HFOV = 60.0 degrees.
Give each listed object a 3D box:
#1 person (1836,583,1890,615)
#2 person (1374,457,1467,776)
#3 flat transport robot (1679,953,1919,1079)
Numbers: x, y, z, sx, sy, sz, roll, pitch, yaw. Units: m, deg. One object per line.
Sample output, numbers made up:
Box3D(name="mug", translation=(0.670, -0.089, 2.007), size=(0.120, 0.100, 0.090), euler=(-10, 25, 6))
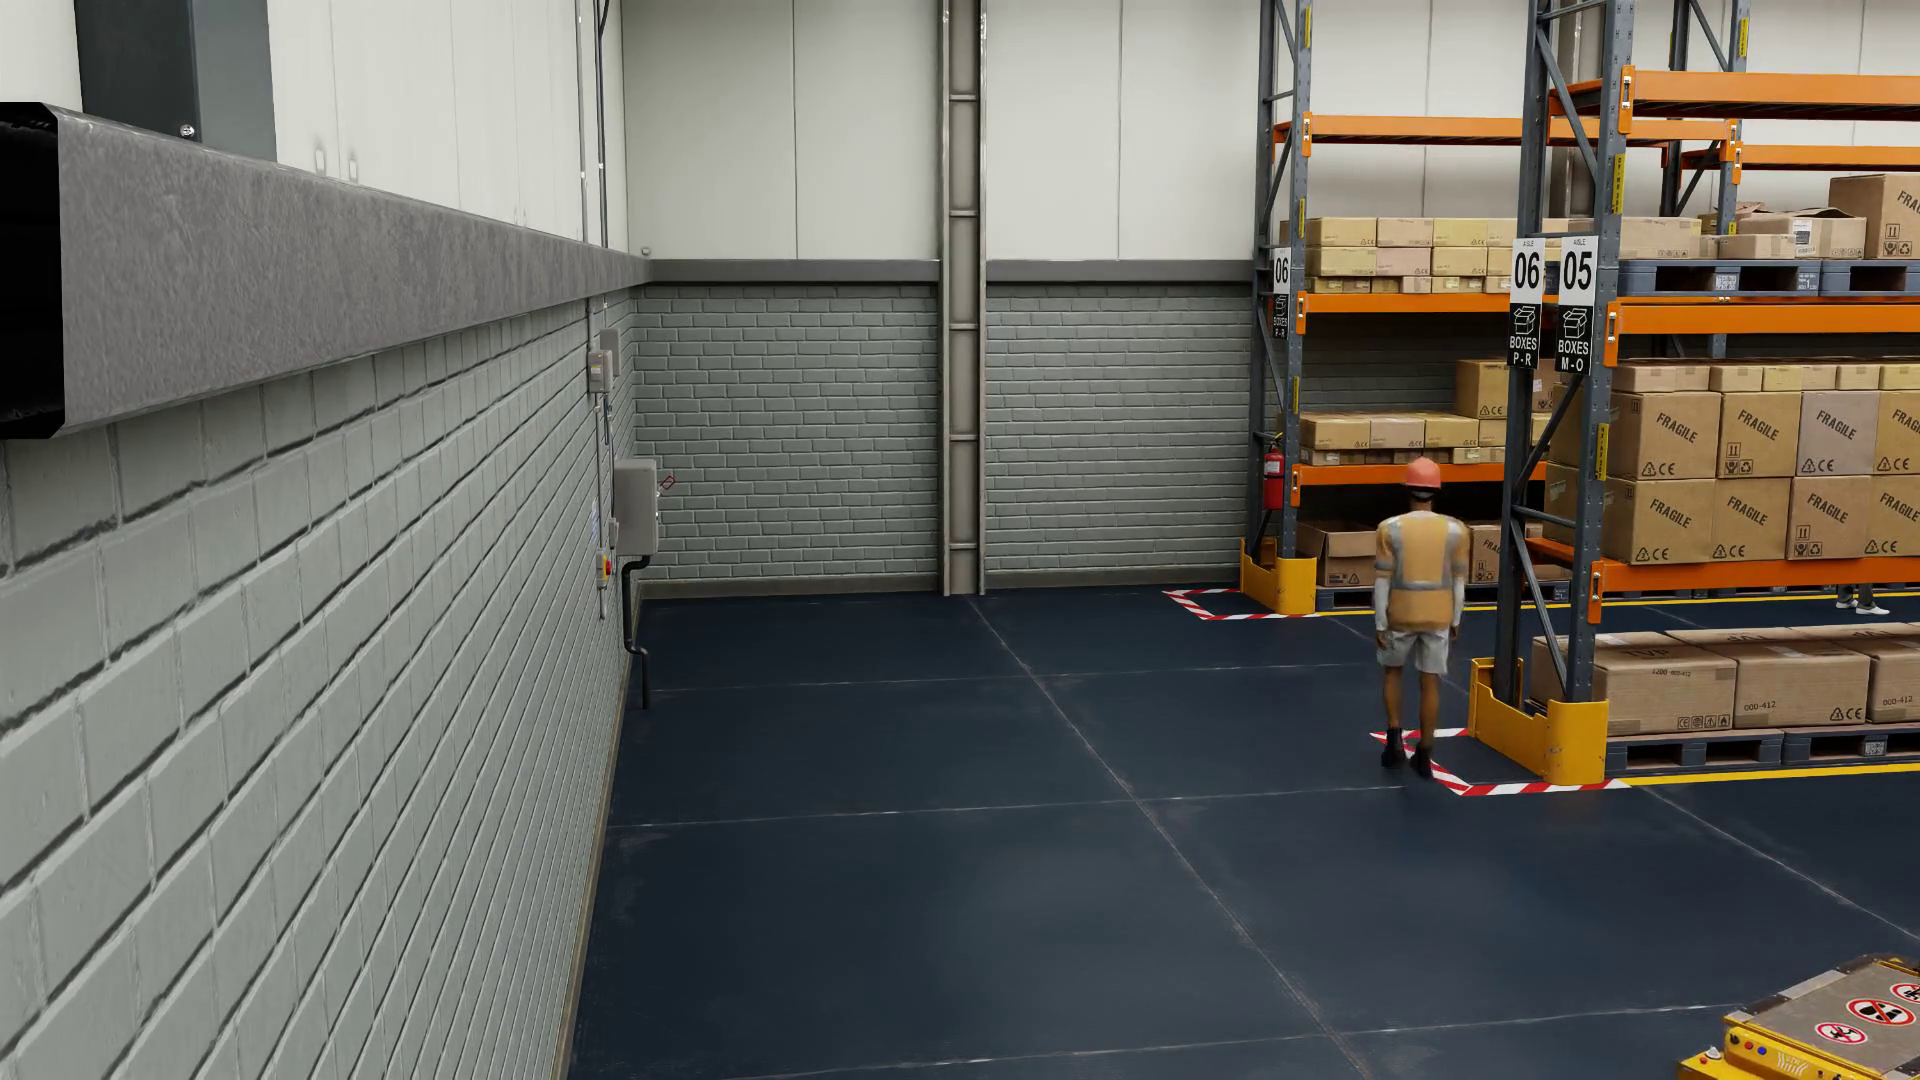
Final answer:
Box3D(name="person", translation=(8.040, -0.294, 14.689), size=(0.392, 1.920, 0.585), euler=(-2, 9, -10))
Box3D(name="person", translation=(2.756, 0.463, 10.026), size=(0.547, 1.920, 0.438), euler=(1, 9, 8))
Box3D(name="flat transport robot", translation=(3.430, 1.892, 6.269), size=(1.431, 0.197, 0.652), euler=(-6, 11, -34))
